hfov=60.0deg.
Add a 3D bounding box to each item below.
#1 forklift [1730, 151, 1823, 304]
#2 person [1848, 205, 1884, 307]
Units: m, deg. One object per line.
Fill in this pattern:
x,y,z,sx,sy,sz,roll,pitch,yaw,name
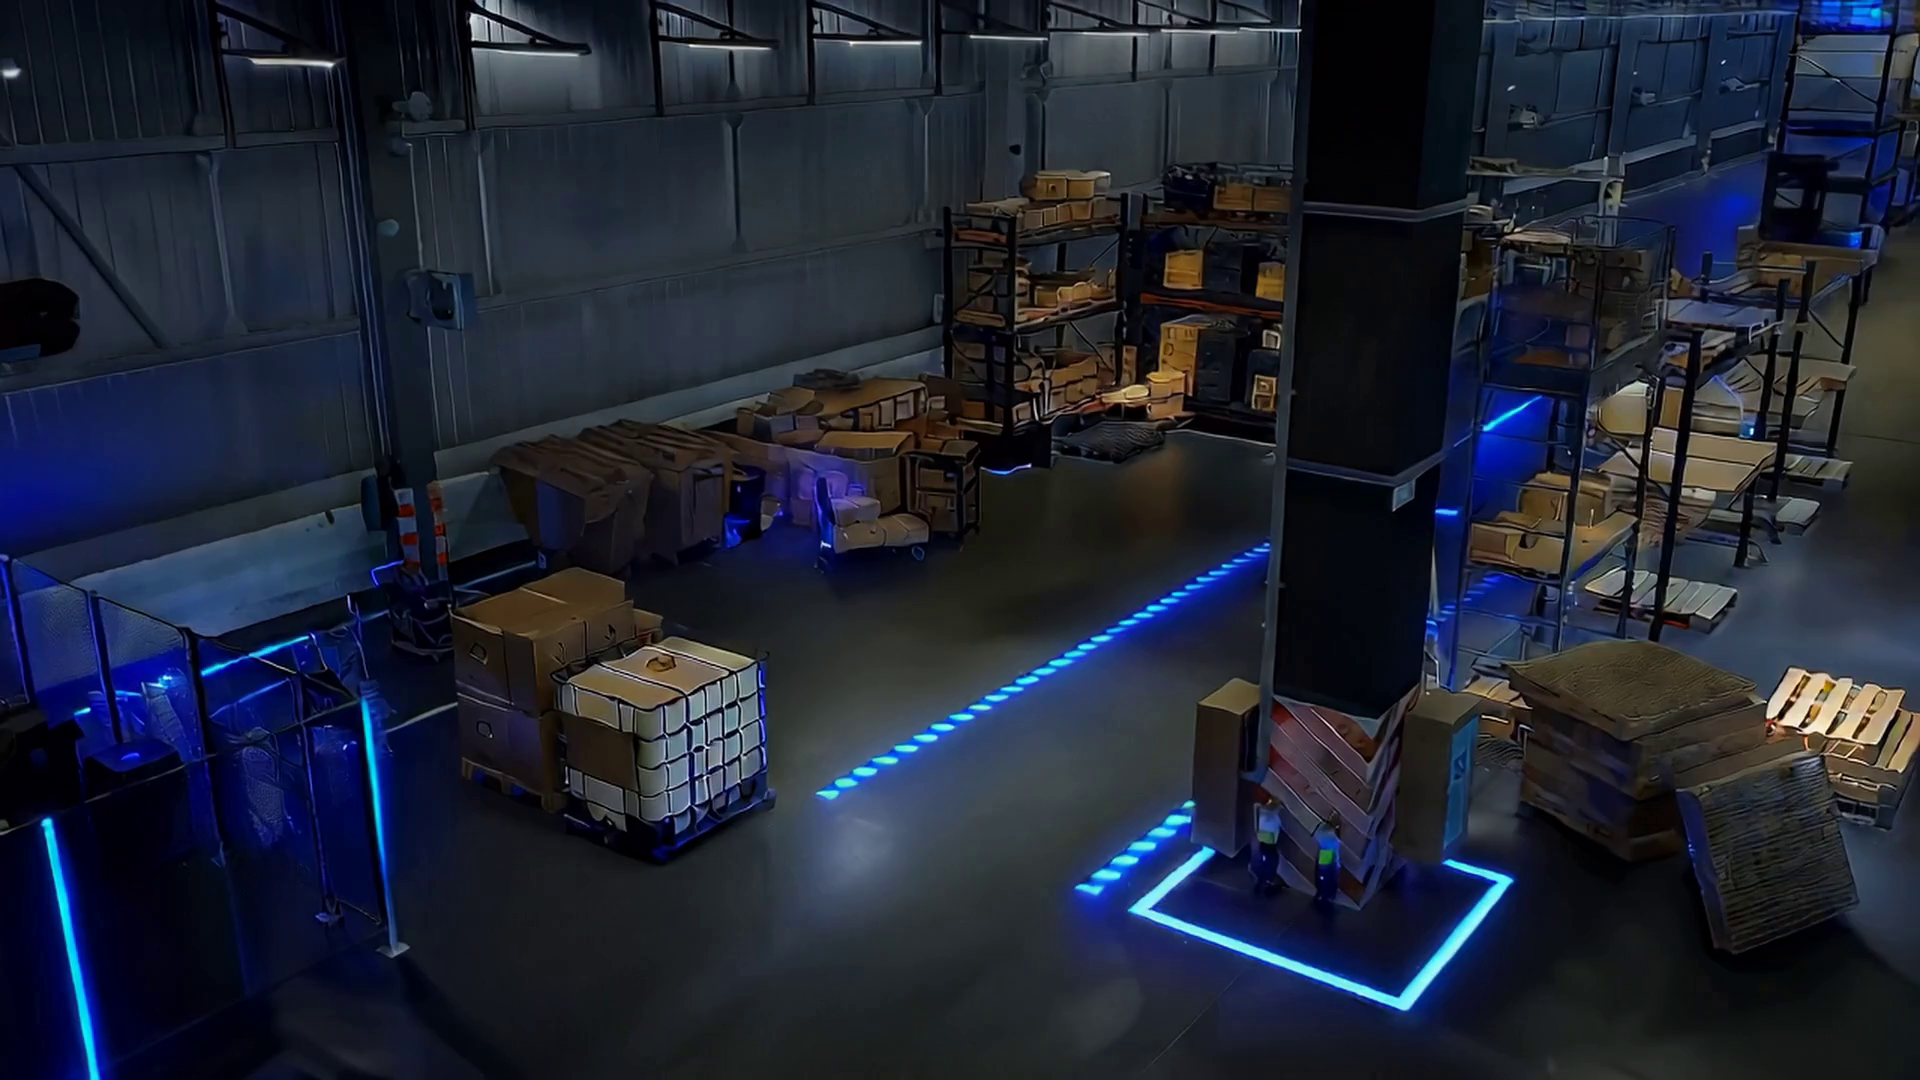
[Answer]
16.021,-6.114,32.331,1.129,2.768,1.873,16,24,41,forklift
17.293,-5.444,31.817,0.566,1.902,0.851,12,22,33,person
